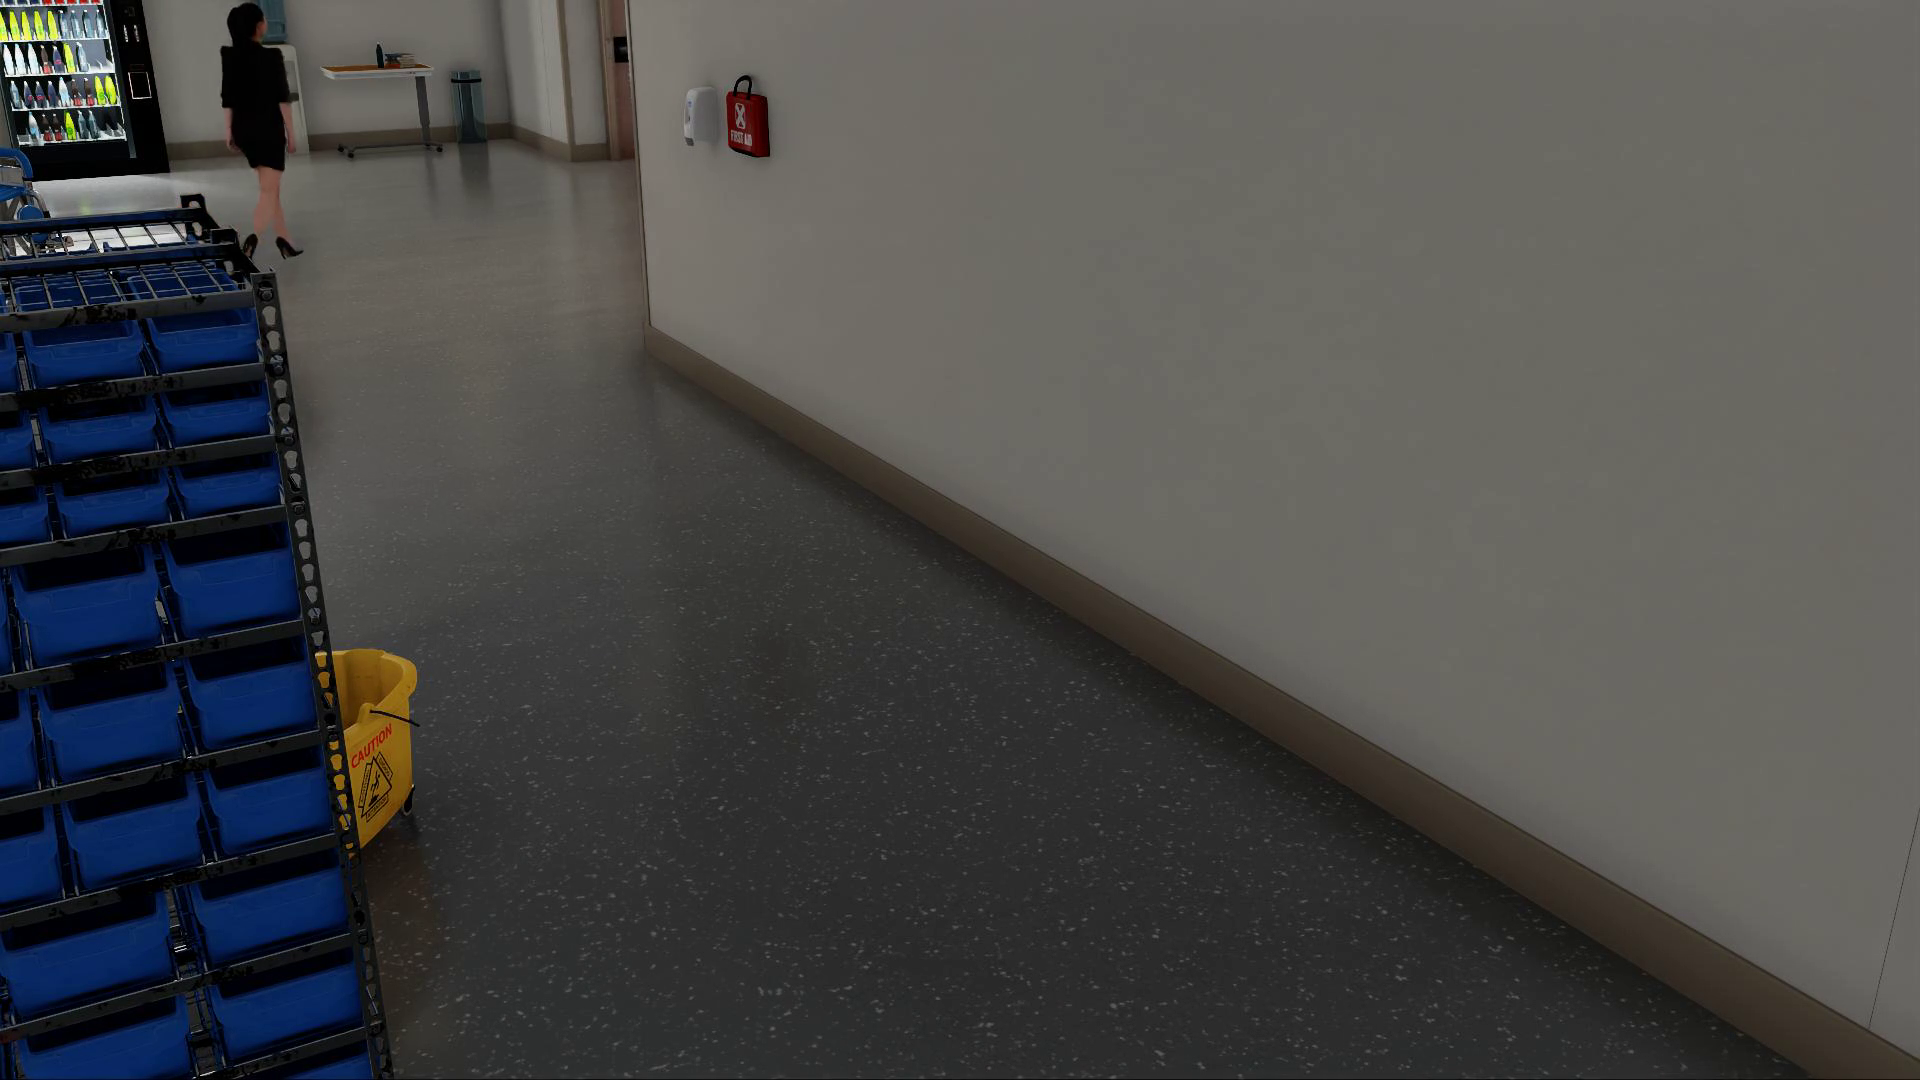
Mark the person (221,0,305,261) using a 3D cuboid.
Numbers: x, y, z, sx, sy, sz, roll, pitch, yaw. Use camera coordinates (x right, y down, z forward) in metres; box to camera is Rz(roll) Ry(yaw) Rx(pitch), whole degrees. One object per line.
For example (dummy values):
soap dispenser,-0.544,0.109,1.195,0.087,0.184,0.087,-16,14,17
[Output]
person,-4.587,-2.586,10.804,0.991,1.665,1.019,2,21,4
